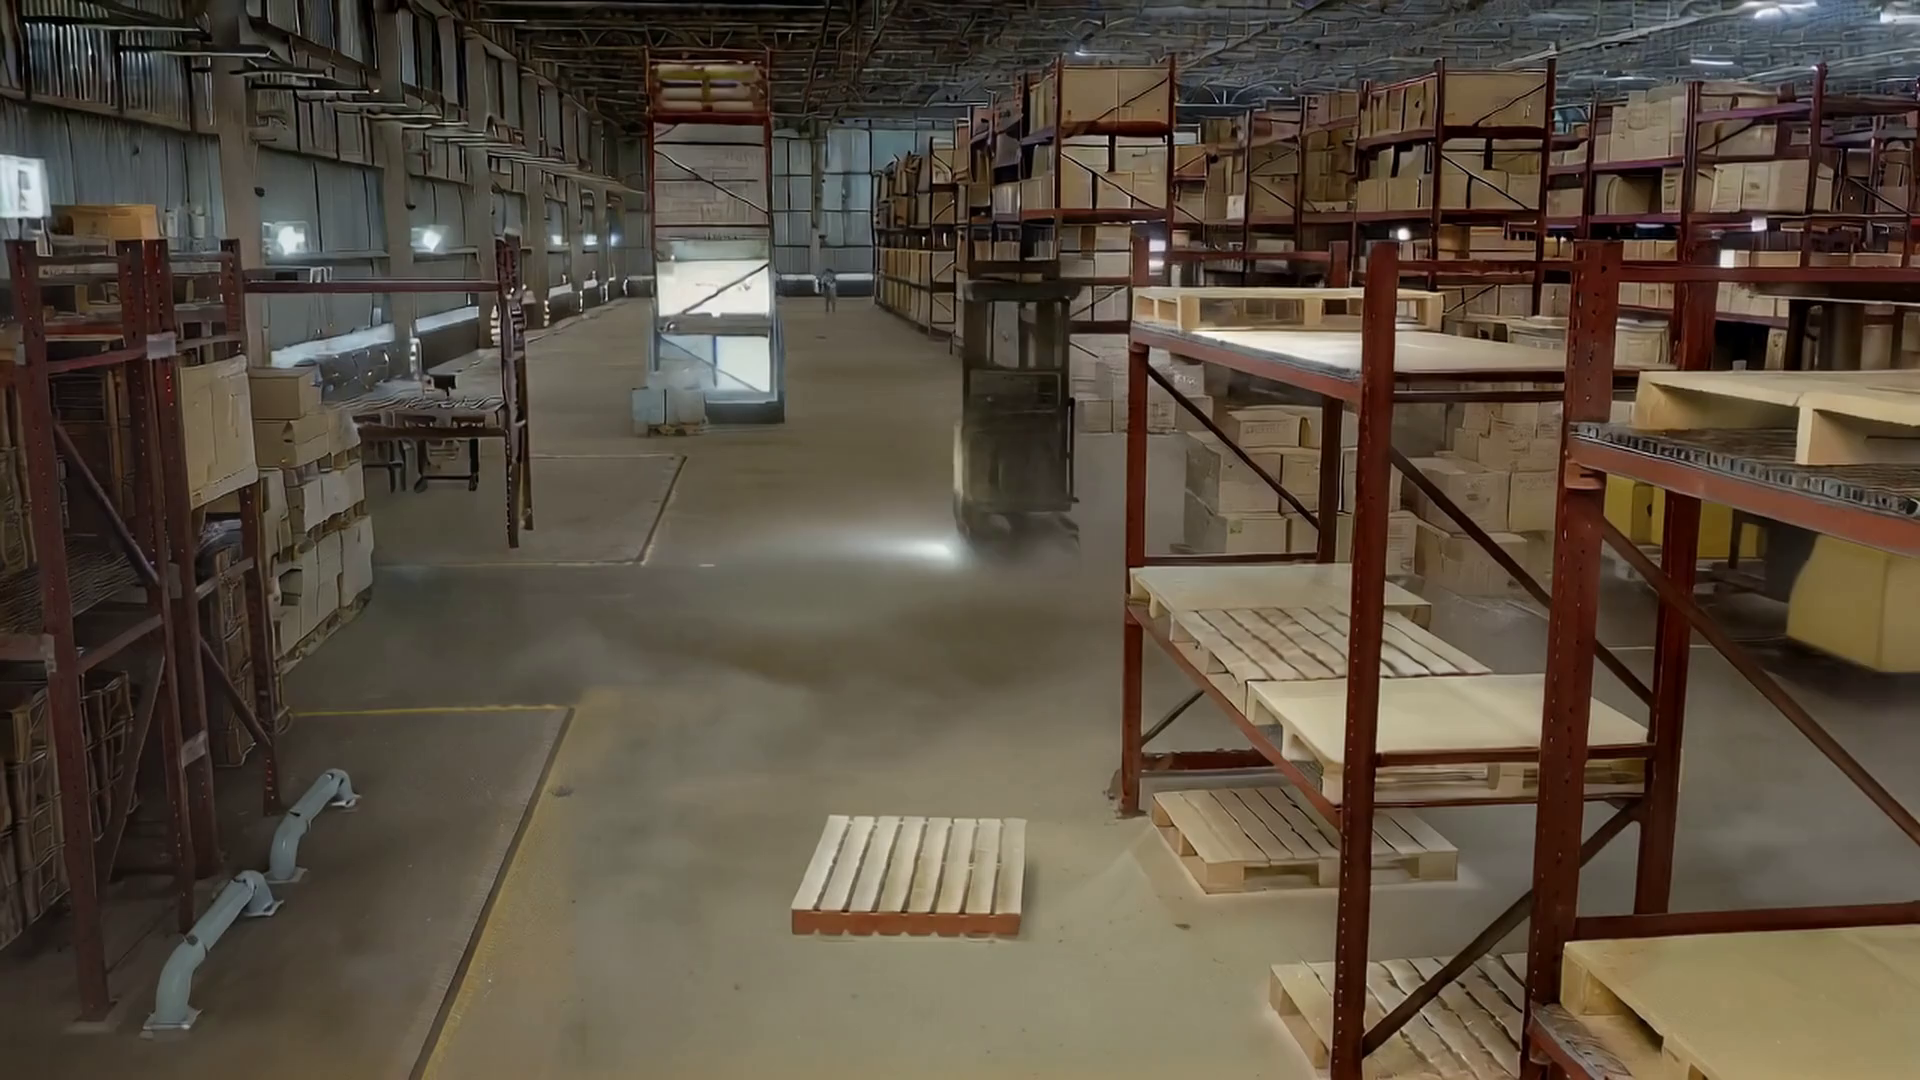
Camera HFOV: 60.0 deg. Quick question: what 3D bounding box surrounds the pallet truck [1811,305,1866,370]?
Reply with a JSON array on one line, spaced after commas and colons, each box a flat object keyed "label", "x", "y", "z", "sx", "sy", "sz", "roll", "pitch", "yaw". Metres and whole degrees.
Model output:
[{"label": "pallet truck", "x": 15.846, "y": -3.142, "z": 28.793, "sx": 1.885, "sy": 1.965, "sz": 0.823, "roll": 2, "pitch": 10, "yaw": 12}]

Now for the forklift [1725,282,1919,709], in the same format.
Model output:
[{"label": "forklift", "x": 6.242, "y": -0.419, "z": 11.257, "sx": 1.129, "sy": 2.768, "sz": 1.873, "roll": -1, "pitch": 10, "yaw": -6}]

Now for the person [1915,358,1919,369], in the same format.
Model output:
[{"label": "person", "x": 14.032, "y": -2.079, "z": 23.989, "sx": 0.841, "sy": 1.591, "sz": 0.515, "roll": -5, "pitch": 11, "yaw": -26}]

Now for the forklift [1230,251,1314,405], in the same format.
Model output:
[{"label": "forklift", "x": 5.803, "y": -3.980, "z": 30.986, "sx": 1.129, "sy": 2.768, "sz": 1.873, "roll": -1, "pitch": 10, "yaw": -6}]

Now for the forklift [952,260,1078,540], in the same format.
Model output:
[{"label": "forklift", "x": 0.531, "y": -1.524, "z": 17.378, "sx": 1.129, "sy": 2.768, "sz": 1.873, "roll": -1, "pitch": 10, "yaw": -6}]

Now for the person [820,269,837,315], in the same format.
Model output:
[{"label": "person", "x": -5.349, "y": -10.090, "z": 67.652, "sx": 0.643, "sy": 1.871, "sz": 0.910, "roll": -1, "pitch": 10, "yaw": -8}]

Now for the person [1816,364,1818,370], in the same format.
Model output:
[{"label": "person", "x": 12.676, "y": -2.285, "z": 24.297, "sx": 0.384, "sy": 1.910, "sz": 0.594, "roll": 7, "pitch": 12, "yaw": 34}]

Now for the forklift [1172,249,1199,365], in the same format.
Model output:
[{"label": "forklift", "x": 4.911, "y": -5.415, "z": 38.937, "sx": 1.129, "sy": 2.768, "sz": 1.873, "roll": -1, "pitch": 10, "yaw": -6}]
